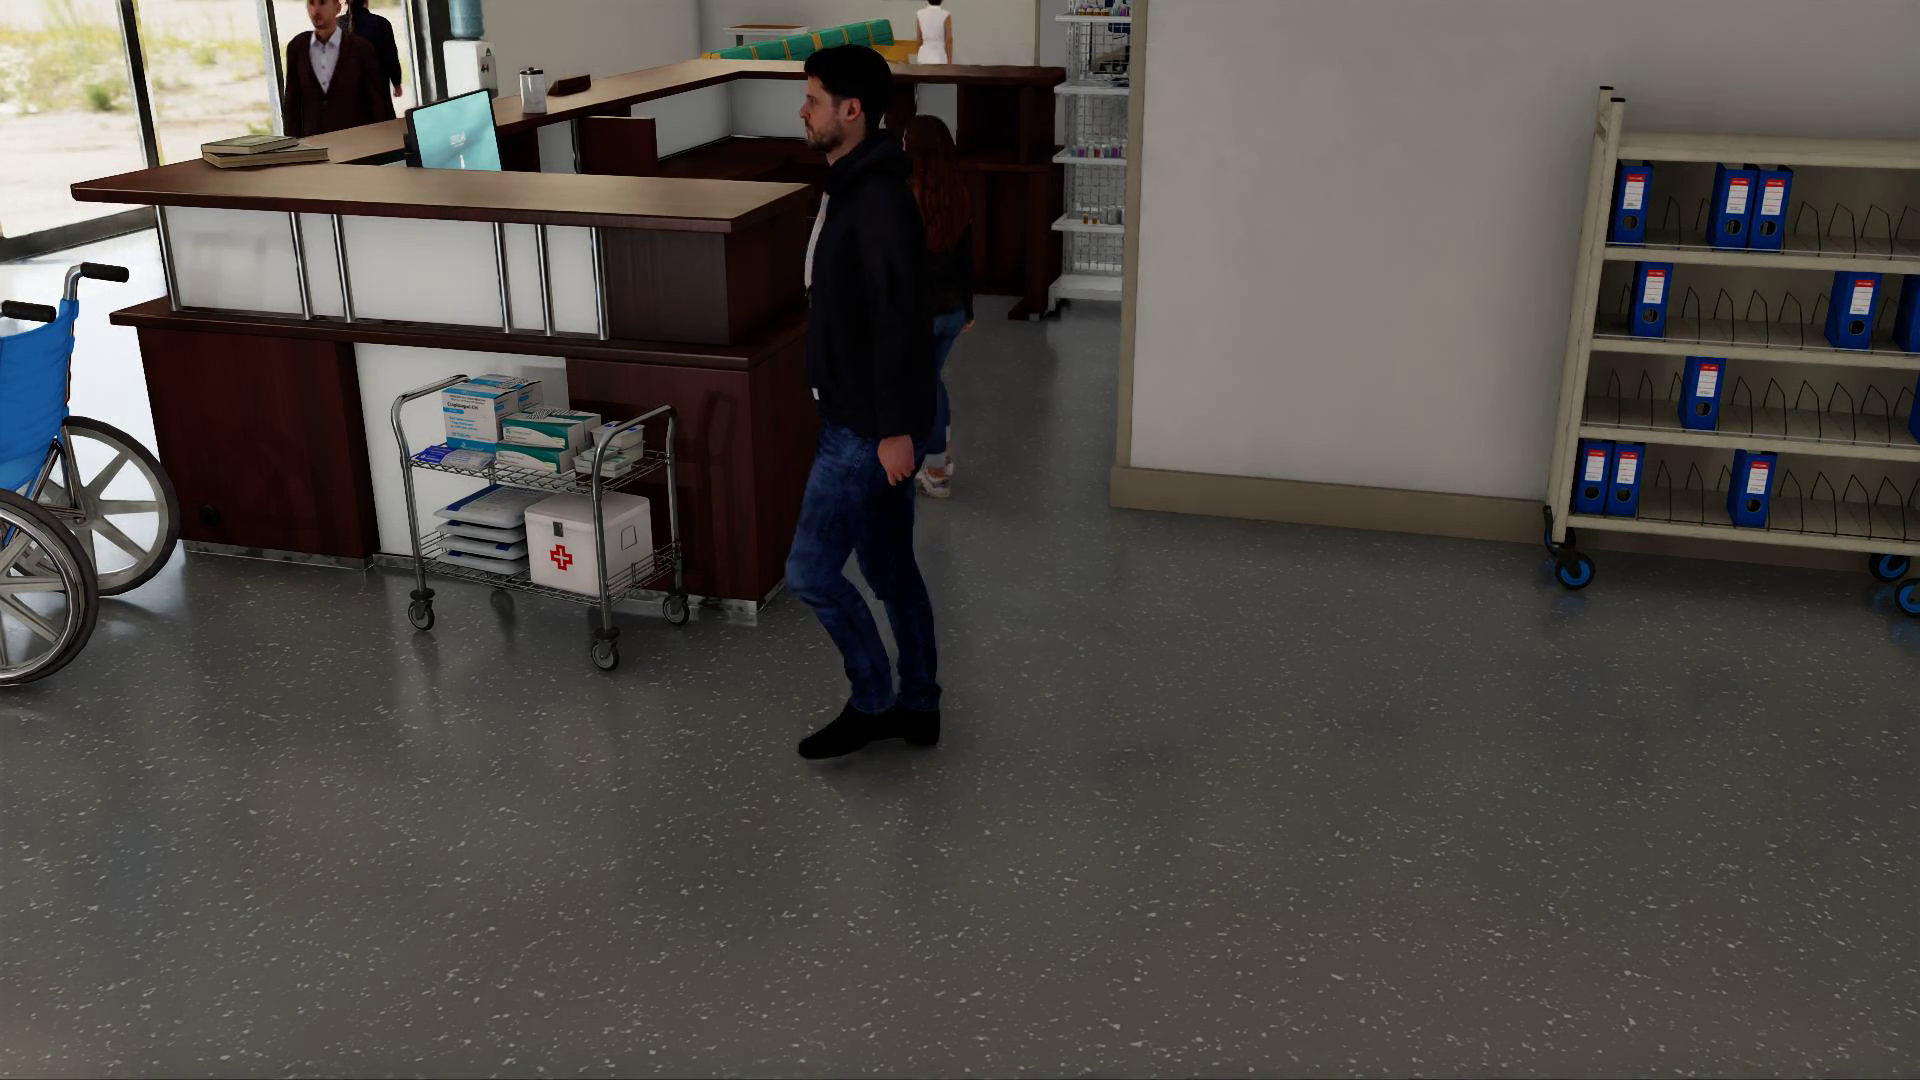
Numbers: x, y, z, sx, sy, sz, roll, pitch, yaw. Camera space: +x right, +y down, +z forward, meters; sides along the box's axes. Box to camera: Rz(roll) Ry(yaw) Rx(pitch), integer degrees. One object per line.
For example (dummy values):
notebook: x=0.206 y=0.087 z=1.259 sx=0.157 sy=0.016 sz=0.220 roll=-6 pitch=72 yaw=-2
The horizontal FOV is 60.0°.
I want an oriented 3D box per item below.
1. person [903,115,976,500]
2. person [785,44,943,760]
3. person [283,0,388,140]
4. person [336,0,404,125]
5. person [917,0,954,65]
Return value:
person: x=-0.069 y=-0.867 z=6.359 sx=0.671 sy=1.478 sz=0.691 roll=-19 pitch=28 yaw=-41
person: x=-0.133 y=-0.306 z=4.318 sx=0.759 sy=1.875 sz=0.791 roll=-1 pitch=21 yaw=-2
person: x=-3.411 y=-2.139 z=9.196 sx=1.199 sy=1.847 sz=0.914 roll=1 pitch=21 yaw=3
person: x=-4.745 y=-3.609 z=13.326 sx=0.691 sy=1.671 sz=0.835 roll=-1 pitch=21 yaw=-4
person: x=-0.265 y=-4.641 z=16.228 sx=0.580 sy=1.545 sz=0.610 roll=6 pitch=21 yaw=15
